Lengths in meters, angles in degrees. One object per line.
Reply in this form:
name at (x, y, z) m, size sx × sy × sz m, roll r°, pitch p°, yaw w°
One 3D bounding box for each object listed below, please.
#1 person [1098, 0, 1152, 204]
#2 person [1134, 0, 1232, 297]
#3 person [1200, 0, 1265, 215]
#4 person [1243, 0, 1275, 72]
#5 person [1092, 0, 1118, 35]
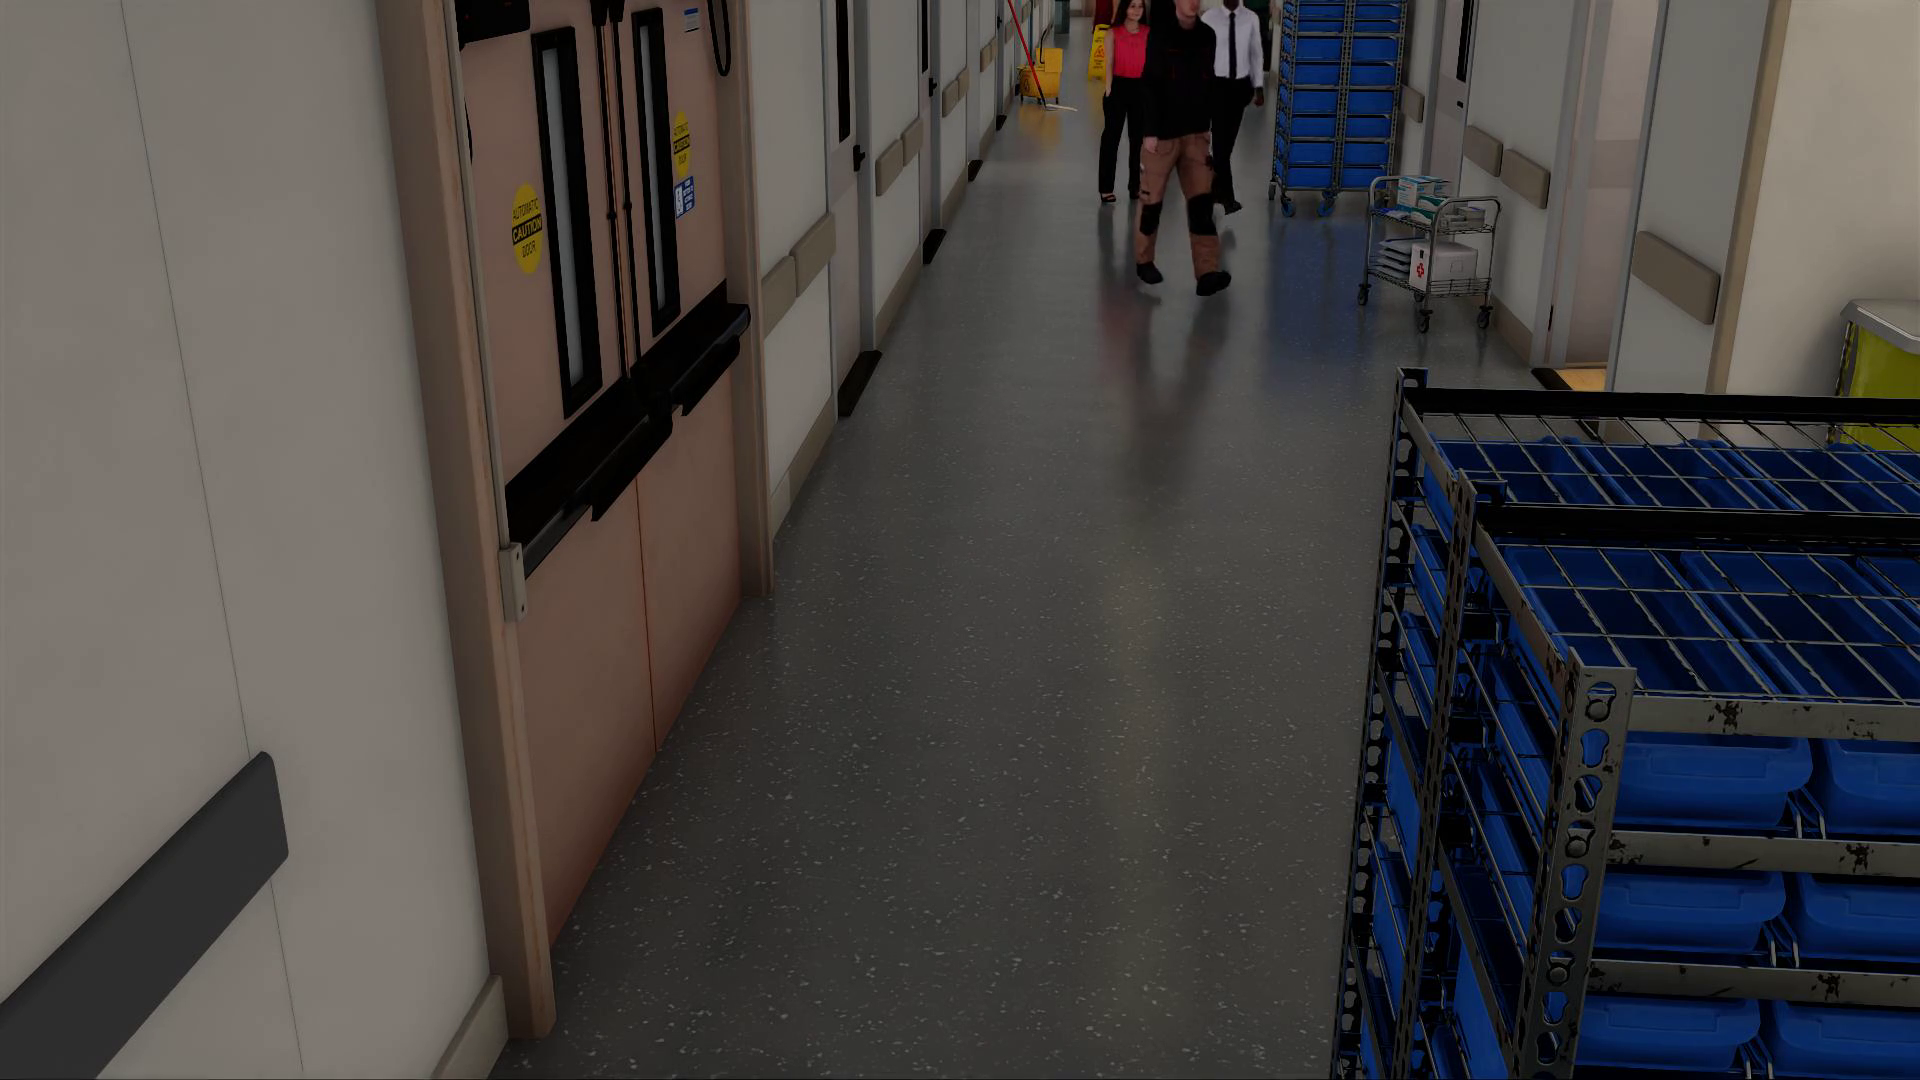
person at (1.348, -3.567, 13.415) m, size 0.649 × 1.658 × 0.644 m, roll -7°, pitch 22°, yaw -17°
person at (1.272, -2.439, 10.140) m, size 1.040 × 1.870 × 1.334 m, roll -7°, pitch 22°, yaw -17°
person at (2.050, -3.435, 12.902) m, size 0.854 × 1.775 × 1.335 m, roll -3°, pitch 21°, yaw -9°
person at (4.324, -7.633, 23.952) m, size 1.033 × 1.796 × 1.234 m, roll 14°, pitch 25°, yaw 33°
person at (2.146, -7.738, 24.566) m, size 0.670 × 1.553 × 0.729 m, roll 15°, pitch 25°, yaw 34°
